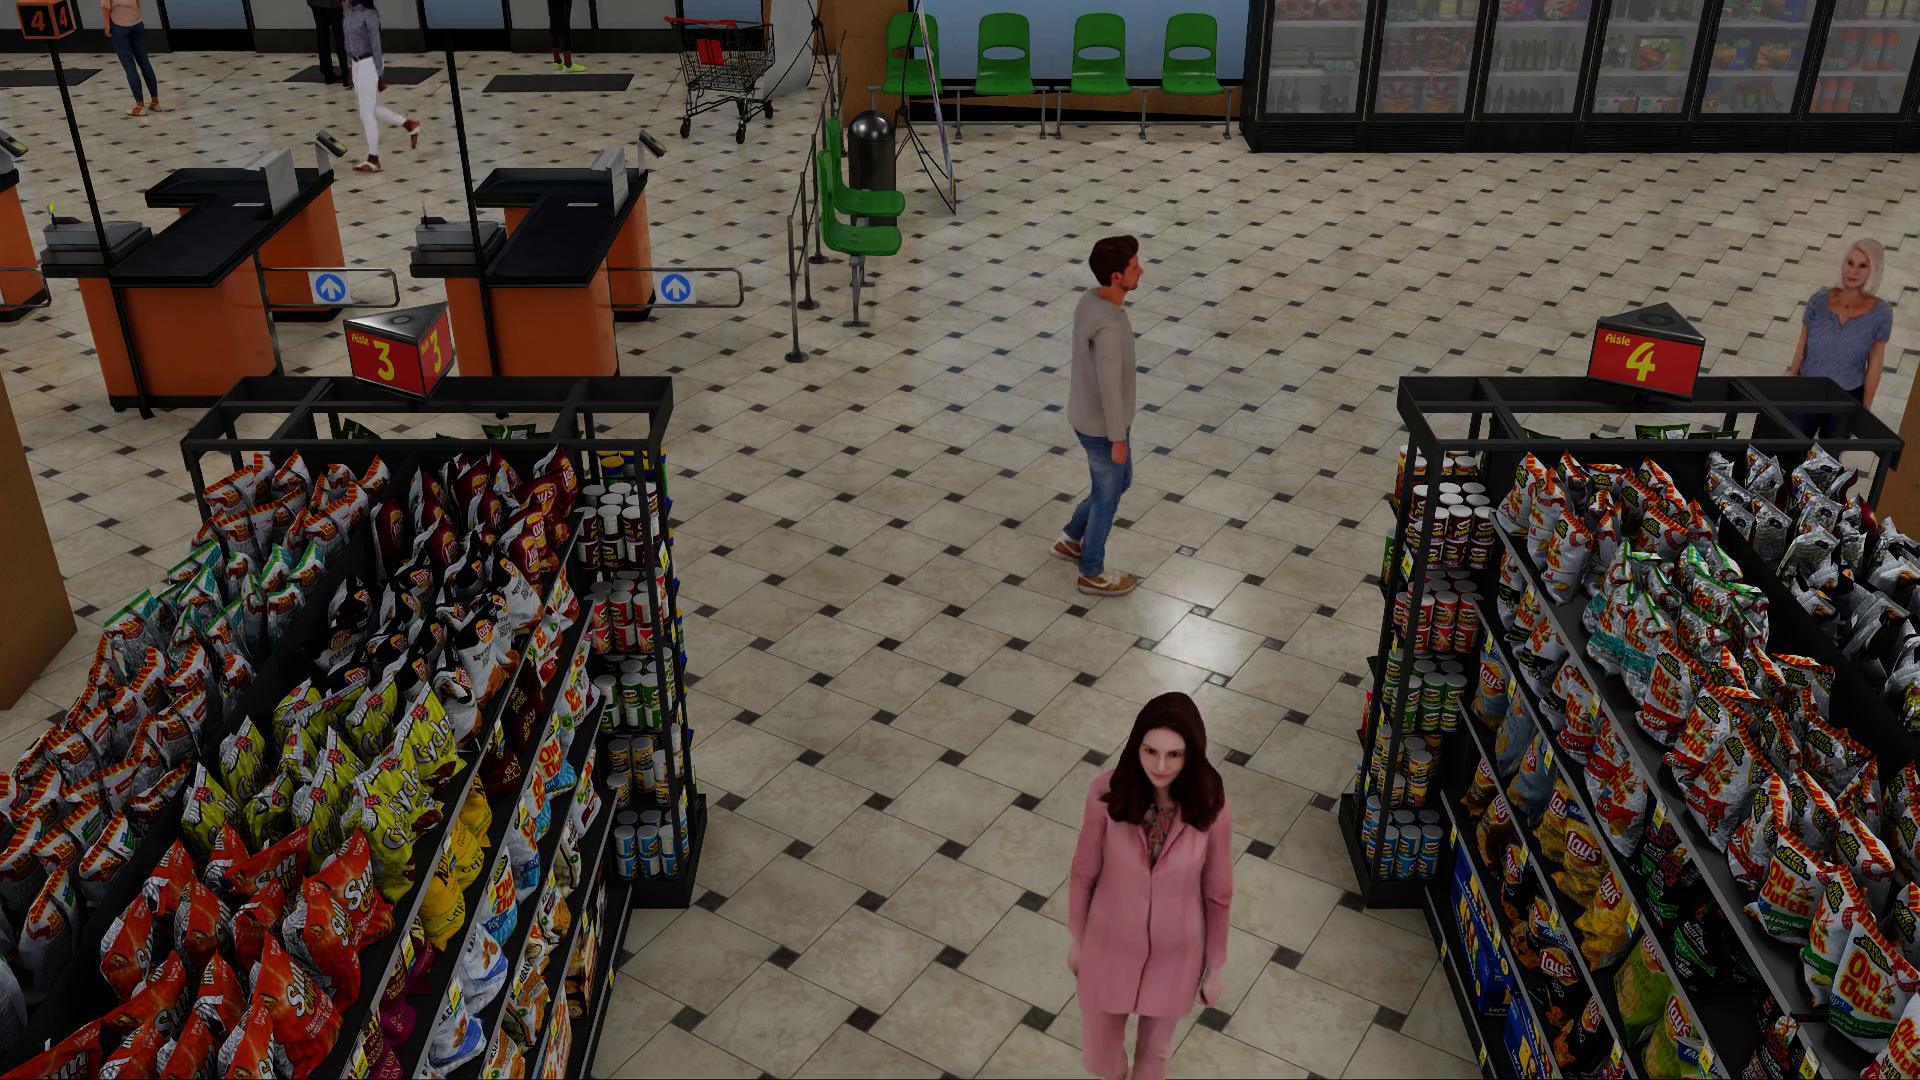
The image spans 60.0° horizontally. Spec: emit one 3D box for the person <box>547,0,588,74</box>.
[{"bbox_3d":[-4.444,-6.075,18.346,0.698,1.754,0.625,-22,36,-35],"label":"person"}]

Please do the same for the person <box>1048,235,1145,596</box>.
[{"bbox_3d":[0.619,-0.578,8.137,0.732,1.888,0.597,-1,29,-1],"label":"person"}]

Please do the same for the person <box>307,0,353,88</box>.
[{"bbox_3d":[-6.769,-5.807,17.761,0.807,1.842,0.778,13,31,23],"label":"person"}]

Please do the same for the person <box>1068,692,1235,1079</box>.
[{"bbox_3d":[0.567,1.175,5.025,0.670,1.792,0.672,5,29,8],"label":"person"}]

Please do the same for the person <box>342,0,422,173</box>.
[{"bbox_3d":[-5.264,-4.212,14.985,1.008,1.703,1.068,24,37,37],"label":"person"}]

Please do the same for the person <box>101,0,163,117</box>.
[{"bbox_3d":[-8.353,-5.171,16.650,0.731,1.792,0.611,14,32,24],"label":"person"}]

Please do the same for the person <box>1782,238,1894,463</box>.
[{"bbox_3d":[4.528,-0.734,8.642,1.028,1.677,1.167,20,34,32],"label":"person"}]
